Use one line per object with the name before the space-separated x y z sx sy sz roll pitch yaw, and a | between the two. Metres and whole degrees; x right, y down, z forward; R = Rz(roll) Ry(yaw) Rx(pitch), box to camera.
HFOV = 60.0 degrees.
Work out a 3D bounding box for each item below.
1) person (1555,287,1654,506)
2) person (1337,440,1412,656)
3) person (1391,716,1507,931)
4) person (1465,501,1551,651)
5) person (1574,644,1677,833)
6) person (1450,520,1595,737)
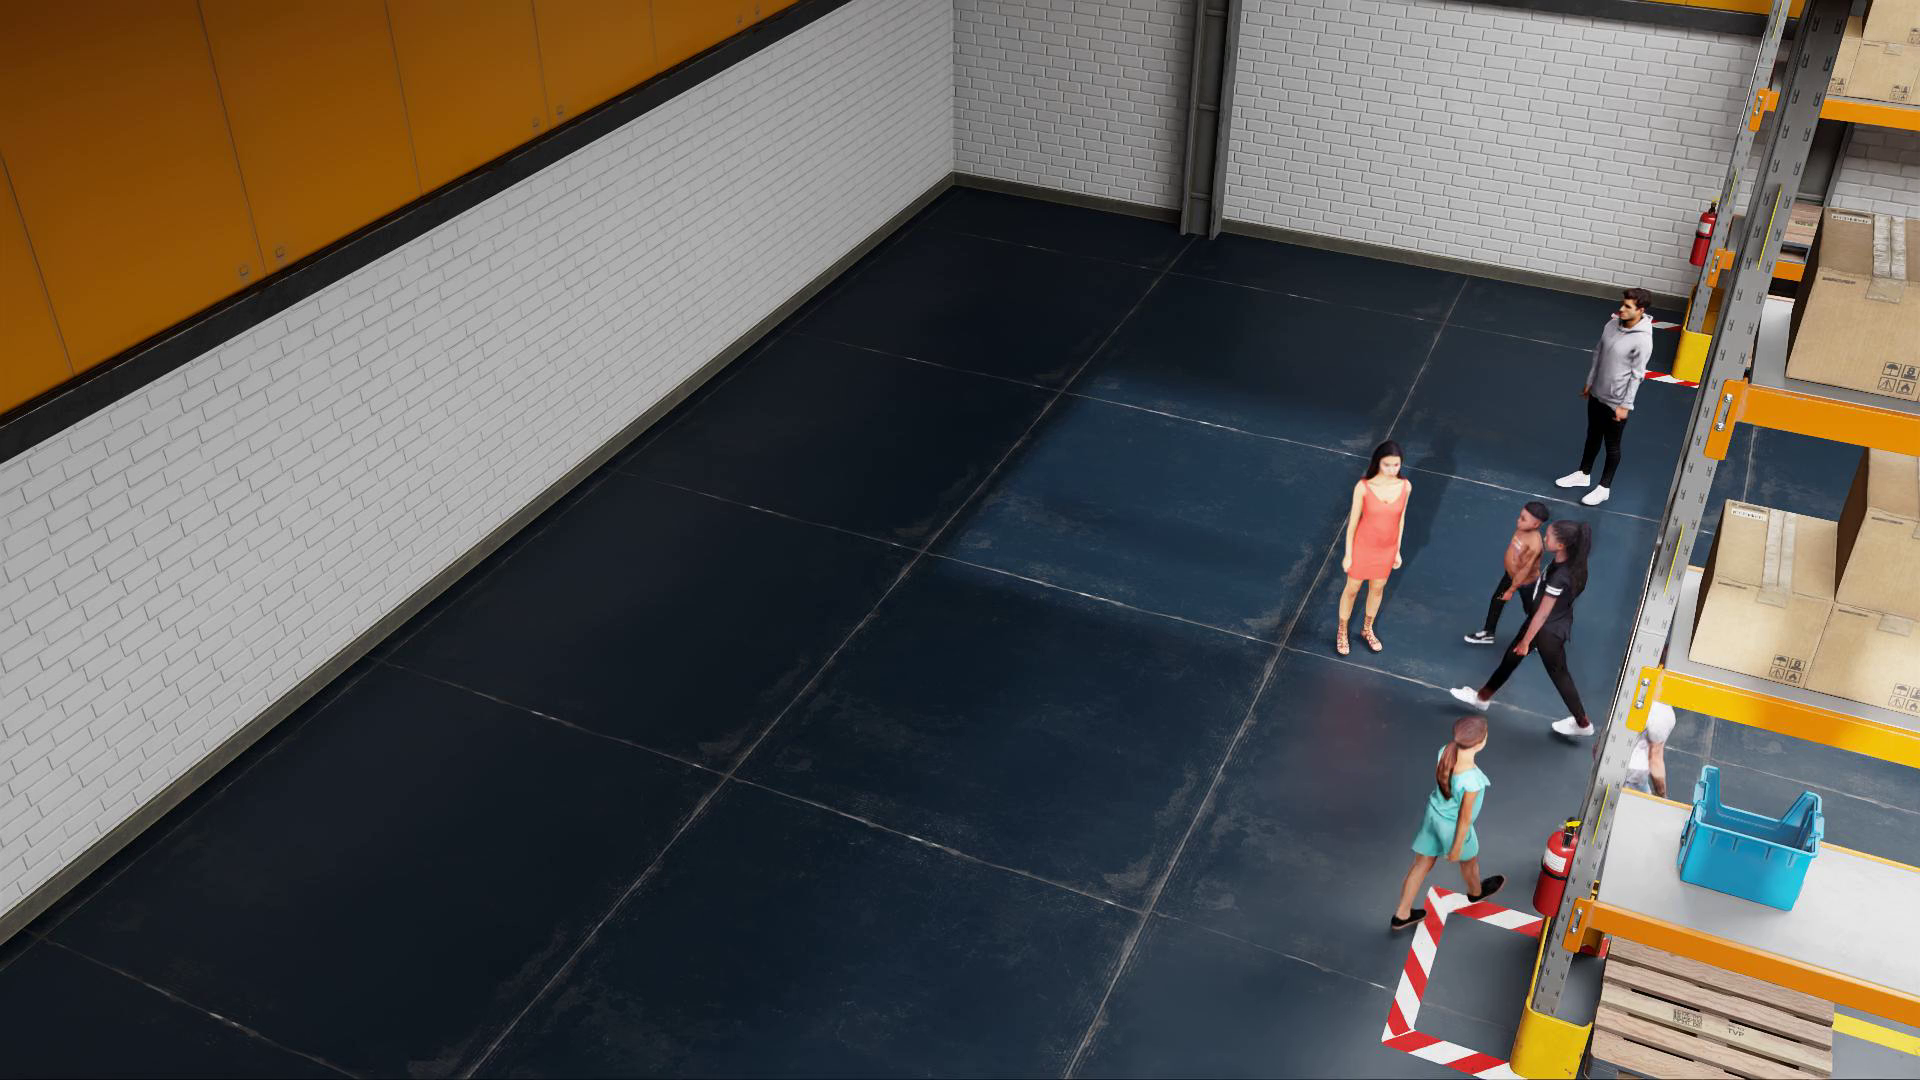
person | 5.404 -1.214 13.744 0.837 1.930 0.764 -14 36 -20
person | 2.988 0.051 12.033 0.634 1.718 0.731 -5 34 -7
person | 2.799 1.694 9.743 1.021 1.518 1.006 -14 36 -20
person | 4.167 0.285 12.119 0.984 1.232 0.793 -3 34 -4
person | 3.899 1.372 9.965 1.238 1.808 0.953 1 34 2
person | 4.040 0.647 11.167 1.201 1.684 0.636 14 36 20
